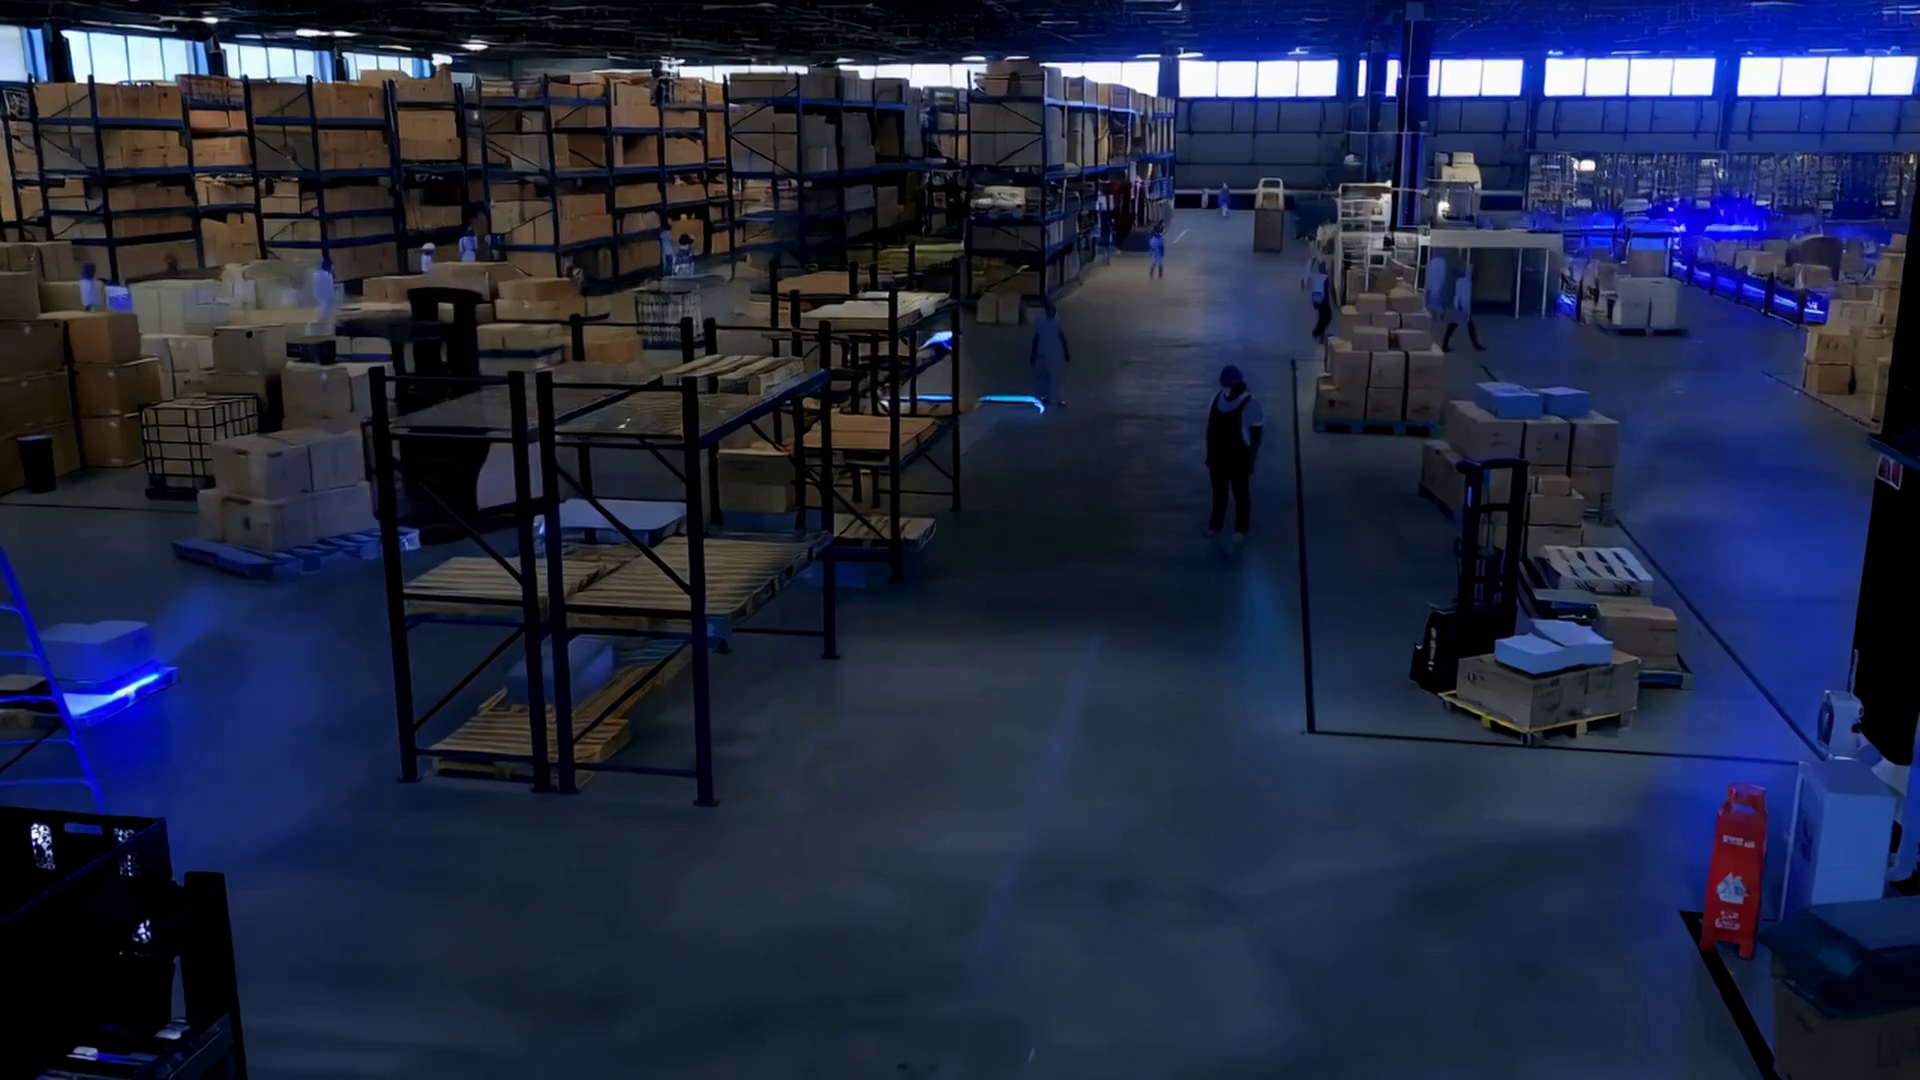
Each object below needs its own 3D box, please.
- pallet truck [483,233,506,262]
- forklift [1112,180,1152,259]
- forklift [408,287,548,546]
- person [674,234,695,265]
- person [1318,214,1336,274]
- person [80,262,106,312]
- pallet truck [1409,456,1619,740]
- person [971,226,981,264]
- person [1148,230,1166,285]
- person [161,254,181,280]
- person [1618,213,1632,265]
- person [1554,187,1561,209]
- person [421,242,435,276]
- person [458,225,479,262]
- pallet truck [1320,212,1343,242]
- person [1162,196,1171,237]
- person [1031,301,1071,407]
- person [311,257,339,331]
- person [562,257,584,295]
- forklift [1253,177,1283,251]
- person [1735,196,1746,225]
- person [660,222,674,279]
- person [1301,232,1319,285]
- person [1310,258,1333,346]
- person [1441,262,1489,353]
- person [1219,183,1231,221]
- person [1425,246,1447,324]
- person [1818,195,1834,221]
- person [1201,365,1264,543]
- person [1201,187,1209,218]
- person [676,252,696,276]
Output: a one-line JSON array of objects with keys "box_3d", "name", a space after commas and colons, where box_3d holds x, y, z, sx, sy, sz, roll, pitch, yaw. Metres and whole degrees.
[{"box_3d": [-11.832, -7.026, 43.548, 1.885, 1.965, 0.823, 8, 16, 28], "name": "pallet truck"}, {"box_3d": [6.082, -11.722, 60.796, 1.873, 2.768, 1.129, 2, 14, 9], "name": "forklift"}, {"box_3d": [-5.918, -1.527, 19.403, 1.129, 2.768, 1.873, 11, 17, 37], "name": "forklift"}, {"box_3d": [-8.125, -8.216, 49.096, 0.542, 1.641, 0.908, 6, 15, 23], "name": "person"}, {"box_3d": [11.763, -9.429, 53.297, 0.640, 1.995, 1.003, 6, 15, 23], "name": "person"}, {"box_3d": [-18.910, -5.193, 36.503, 0.933, 1.795, 0.631, -4, 14, -15], "name": "person"}, {"box_3d": [4.504, 0.400, 13.395, 0.823, 1.965, 1.885, -6, 15, -23], "name": "pallet truck"}, {"box_3d": [0.546, -10.541, 58.311, 0.531, 1.760, 0.332, 12, 18, 40], "name": "person"}, {"box_3d": [6.017, -8.670, 50.920, 0.532, 1.659, 0.863, -4, 15, -18], "name": "person"}, {"box_3d": [-17.222, -5.270, 36.460, 0.466, 1.982, 0.617, 0, 14, 1], "name": "person"}, {"box_3d": [23.223, -10.504, 58.048, 0.403, 1.817, 0.602, 10, 17, 35], "name": "person"}, {"box_3d": [32.328, -18.358, 90.148, 0.886, 1.712, 0.566, 3, 14, 11], "name": "person"}, {"box_3d": [-13.126, -6.414, 41.197, 0.375, 1.938, 0.550, -9, 16, -33], "name": "person"}, {"box_3d": [-14.234, -8.153, 48.249, 0.550, 1.933, 0.375, -4, 14, -15], "name": "person"}, {"box_3d": [15.874, -13.227, 70.310, 0.680, 1.201, 1.601, 10, 17, 35], "name": "pallet truck"}, {"box_3d": [9.135, -14.353, 73.774, 0.312, 1.768, 0.522, -11, 17, -37], "name": "person"}, {"box_3d": [1.560, -3.178, 28.326, 0.654, 1.801, 0.988, -10, 17, -35], "name": "person"}, {"box_3d": [-13.991, -5.320, 36.858, 1.038, 1.887, 0.631, -1, 14, -5], "name": "person"}, {"box_3d": [-9.346, -6.022, 40.226, 0.524, 1.632, 0.314, 0, 14, -2], "name": "person"}, {"box_3d": [12.083, -12.747, 64.956, 1.129, 2.768, 1.873, 3, 14, 10], "name": "forklift"}, {"box_3d": [33.886, -14.017, 72.243, 0.571, 1.843, 0.373, -12, 18, -41], "name": "person"}, {"box_3d": [-8.761, -8.568, 49.940, 0.371, 1.934, 0.627, -10, 17, -35], "name": "person"}, {"box_3d": [10.656, -8.590, 50.737, 0.521, 1.588, 0.851, 5, 15, 19], "name": "person"}, {"box_3d": [7.866, -5.153, 36.118, 0.440, 1.908, 0.613, -4, 15, -18], "name": "person"}, {"box_3d": [10.657, -4.897, 35.078, 0.611, 1.911, 1.014, -13, 19, -43], "name": "person"}, {"box_3d": [13.827, -17.623, 86.665, 0.625, 1.958, 0.995, -5, 15, -21], "name": "person"}, {"box_3d": [11.500, -6.142, 40.195, 0.650, 1.886, 0.749, -12, 18, -41], "name": "person"}, {"box_3d": [38.646, -14.518, 74.292, 0.404, 1.836, 0.600, -12, 18, -40], "name": "person"}, {"box_3d": [3.054, -0.980, 18.911, 0.688, 2.000, 0.536, 13, 19, 42], "name": "person"}, {"box_3d": [13.174, -18.146, 89.440, 0.541, 1.628, 0.368, -10, 17, -34], "name": "person"}, {"box_3d": [-6.878, -6.416, 41.806, 0.516, 1.640, 0.314, -8, 16, -28], "name": "person"}]
